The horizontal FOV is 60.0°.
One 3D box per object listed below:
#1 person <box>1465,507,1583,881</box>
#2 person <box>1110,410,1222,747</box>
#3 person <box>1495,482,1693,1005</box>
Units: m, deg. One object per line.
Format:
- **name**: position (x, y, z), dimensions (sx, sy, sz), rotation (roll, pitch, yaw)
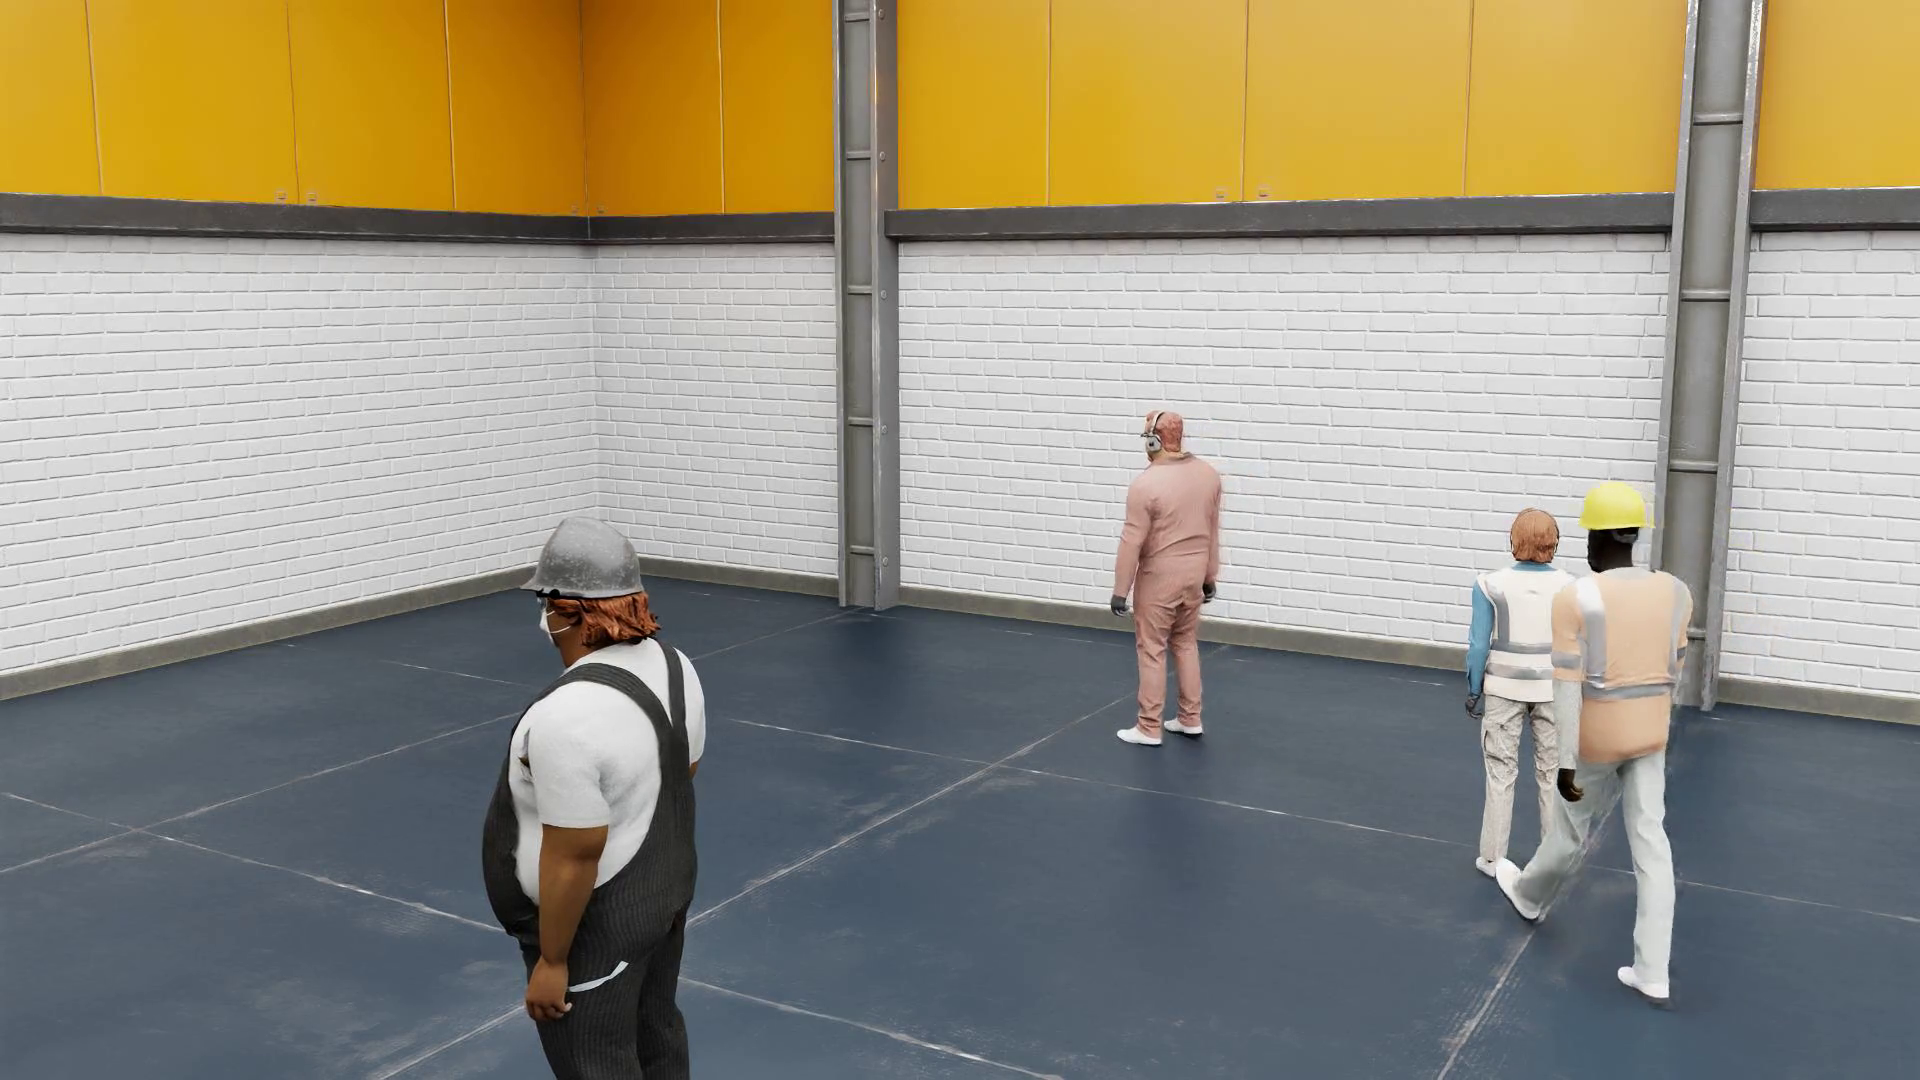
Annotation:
- **person**: position (2.463, 0.680, 7.229), dimensions (0.523, 1.638, 0.311), rotation (2, 9, 11)
- **person**: position (1.136, 0.223, 9.286), dimensions (0.686, 1.897, 0.441), rotation (-7, 11, -36)
- **person**: position (2.436, 0.707, 6.322), dimensions (0.605, 1.860, 1.048), rotation (-2, 9, -10)
